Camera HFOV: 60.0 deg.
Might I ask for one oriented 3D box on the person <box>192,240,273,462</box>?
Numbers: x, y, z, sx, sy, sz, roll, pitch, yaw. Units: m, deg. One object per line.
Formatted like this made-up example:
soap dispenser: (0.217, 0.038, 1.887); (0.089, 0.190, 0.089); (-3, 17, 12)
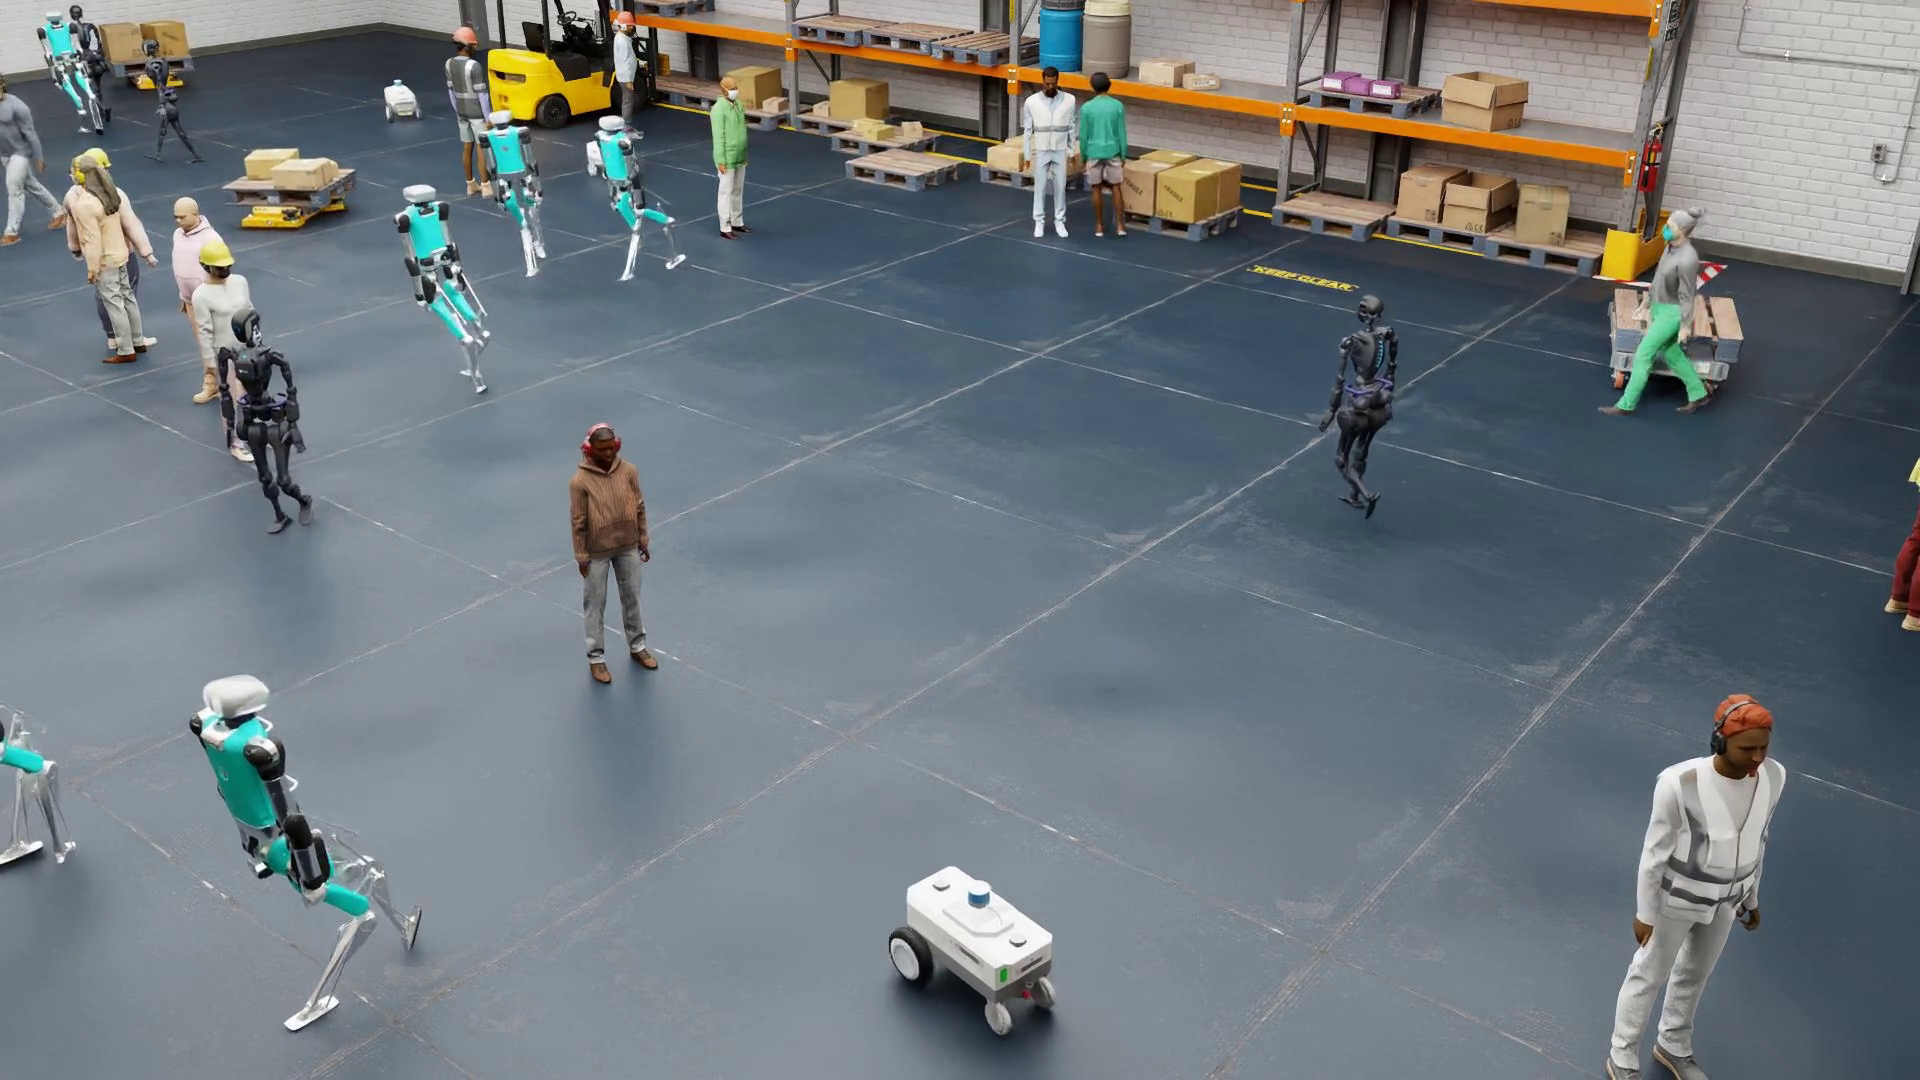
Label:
person: (-5.631, -1.468, 12.901); (0.331, 1.760, 0.526); (12, 28, 22)

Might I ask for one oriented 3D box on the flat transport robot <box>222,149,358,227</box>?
flat transport robot: (-7.950, -4.004, 19.863); (0.659, 0.231, 1.431); (2, 26, 4)

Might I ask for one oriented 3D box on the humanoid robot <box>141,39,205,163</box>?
humanoid robot: (-10.524, -5.767, 21.936); (0.750, 1.632, 0.589); (-12, 28, -24)

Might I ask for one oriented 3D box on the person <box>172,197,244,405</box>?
person: (-6.324, -2.011, 13.996); (0.522, 1.781, 0.403); (9, 27, 18)

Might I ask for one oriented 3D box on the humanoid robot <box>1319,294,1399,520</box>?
humanoid robot: (2.947, -0.955, 11.937); (0.600, 1.637, 0.530); (-13, 29, -25)

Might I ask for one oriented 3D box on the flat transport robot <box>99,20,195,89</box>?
flat transport robot: (-13.318, -7.657, 27.427); (0.659, 0.231, 1.431); (-16, 30, -29)

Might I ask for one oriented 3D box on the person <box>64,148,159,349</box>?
person: (-7.777, -2.632, 15.204); (0.815, 1.854, 0.434); (4, 26, 8)

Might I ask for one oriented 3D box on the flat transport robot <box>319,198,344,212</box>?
flat transport robot: (-7.996, -4.259, 20.390); (0.659, 0.231, 1.431); (-12, 28, -23)

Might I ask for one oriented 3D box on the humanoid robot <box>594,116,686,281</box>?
humanoid robot: (-3.271, -3.610, 17.397); (0.565, 1.752, 0.999); (21, 33, 37)

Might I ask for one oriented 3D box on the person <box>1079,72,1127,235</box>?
person: (1.614, -4.328, 18.751); (0.569, 1.819, 0.457); (0, 26, 1)

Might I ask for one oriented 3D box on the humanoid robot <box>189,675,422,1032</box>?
humanoid robot: (-2.725, 1.263, 7.297); (0.542, 1.787, 0.941); (18, 31, 32)

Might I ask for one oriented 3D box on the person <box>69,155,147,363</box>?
person: (-7.651, -2.523, 14.950); (0.391, 1.875, 0.564); (-1, 26, -2)

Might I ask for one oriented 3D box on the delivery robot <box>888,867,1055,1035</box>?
delivery robot: (0.069, 1.807, 7.517); (0.499, 0.609, 0.805); (-21, 33, -36)

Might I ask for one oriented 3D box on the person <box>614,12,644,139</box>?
person: (-4.671, -6.541, 23.427); (0.351, 1.738, 0.572); (-6, 26, -12)

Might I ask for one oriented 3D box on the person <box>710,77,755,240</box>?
person: (-2.576, -4.307, 18.750); (0.384, 1.782, 0.553); (12, 28, 22)

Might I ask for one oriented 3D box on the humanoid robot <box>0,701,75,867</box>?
humanoid robot: (-4.778, 0.866, 8.113); (0.549, 1.799, 0.791); (8, 27, 15)

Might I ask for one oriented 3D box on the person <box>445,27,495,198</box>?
person: (-5.952, -5.219, 20.346); (0.606, 2.041, 0.374); (15, 30, 29)

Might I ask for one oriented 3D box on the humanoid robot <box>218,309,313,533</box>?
humanoid robot: (-4.876, -0.843, 11.692); (0.595, 1.644, 0.378); (3, 26, 7)

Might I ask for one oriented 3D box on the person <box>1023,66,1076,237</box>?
person: (1.007, -4.375, 18.754); (0.596, 1.908, 0.409); (-4, 26, -7)

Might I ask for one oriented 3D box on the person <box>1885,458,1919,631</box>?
person: (6.161, -0.276, 10.413); (0.377, 1.774, 0.466); (3, 26, 5)

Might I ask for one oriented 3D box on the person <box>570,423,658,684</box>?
person: (-2.070, 0.059, 9.867); (0.459, 1.645, 0.315); (-16, 30, -29)

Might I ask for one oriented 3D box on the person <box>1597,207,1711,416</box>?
person: (5.884, -1.875, 13.696); (0.879, 1.804, 0.503); (5, 26, 10)

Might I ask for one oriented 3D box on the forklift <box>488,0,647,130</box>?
forklift: (-5.874, -7.334, 24.552); (1.214, 2.155, 2.313); (19, 32, 34)

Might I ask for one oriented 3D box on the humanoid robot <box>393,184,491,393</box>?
humanoid robot: (-4.329, -2.099, 14.331); (0.869, 1.842, 0.553); (16, 30, 29)

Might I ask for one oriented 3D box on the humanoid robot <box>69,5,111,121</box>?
humanoid robot: (-12.840, -7.053, 24.583); (0.655, 1.641, 0.609); (15, 29, 28)

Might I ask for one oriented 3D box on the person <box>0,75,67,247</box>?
person: (-10.581, -4.324, 18.695); (0.630, 1.884, 1.016); (11, 28, 22)

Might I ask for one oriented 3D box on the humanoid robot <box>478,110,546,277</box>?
humanoid robot: (-4.623, -3.740, 17.660); (0.545, 1.758, 0.983); (2, 26, 5)

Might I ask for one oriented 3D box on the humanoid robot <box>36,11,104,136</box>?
humanoid robot: (-12.463, -6.500, 23.414); (0.570, 1.771, 1.047); (-21, 33, -37)

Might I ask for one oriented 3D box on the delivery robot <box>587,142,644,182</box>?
delivery robot: (-4.477, -4.917, 21.443); (0.499, 0.610, 0.804); (-23, 34, -39)

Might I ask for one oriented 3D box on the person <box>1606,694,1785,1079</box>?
person: (2.972, 1.456, 6.700); (0.572, 1.883, 0.354); (-7, 27, -14)

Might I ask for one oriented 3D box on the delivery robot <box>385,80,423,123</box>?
delivery robot: (-8.337, -6.547, 24.790); (0.499, 0.585, 0.765); (-12, 28, -24)
